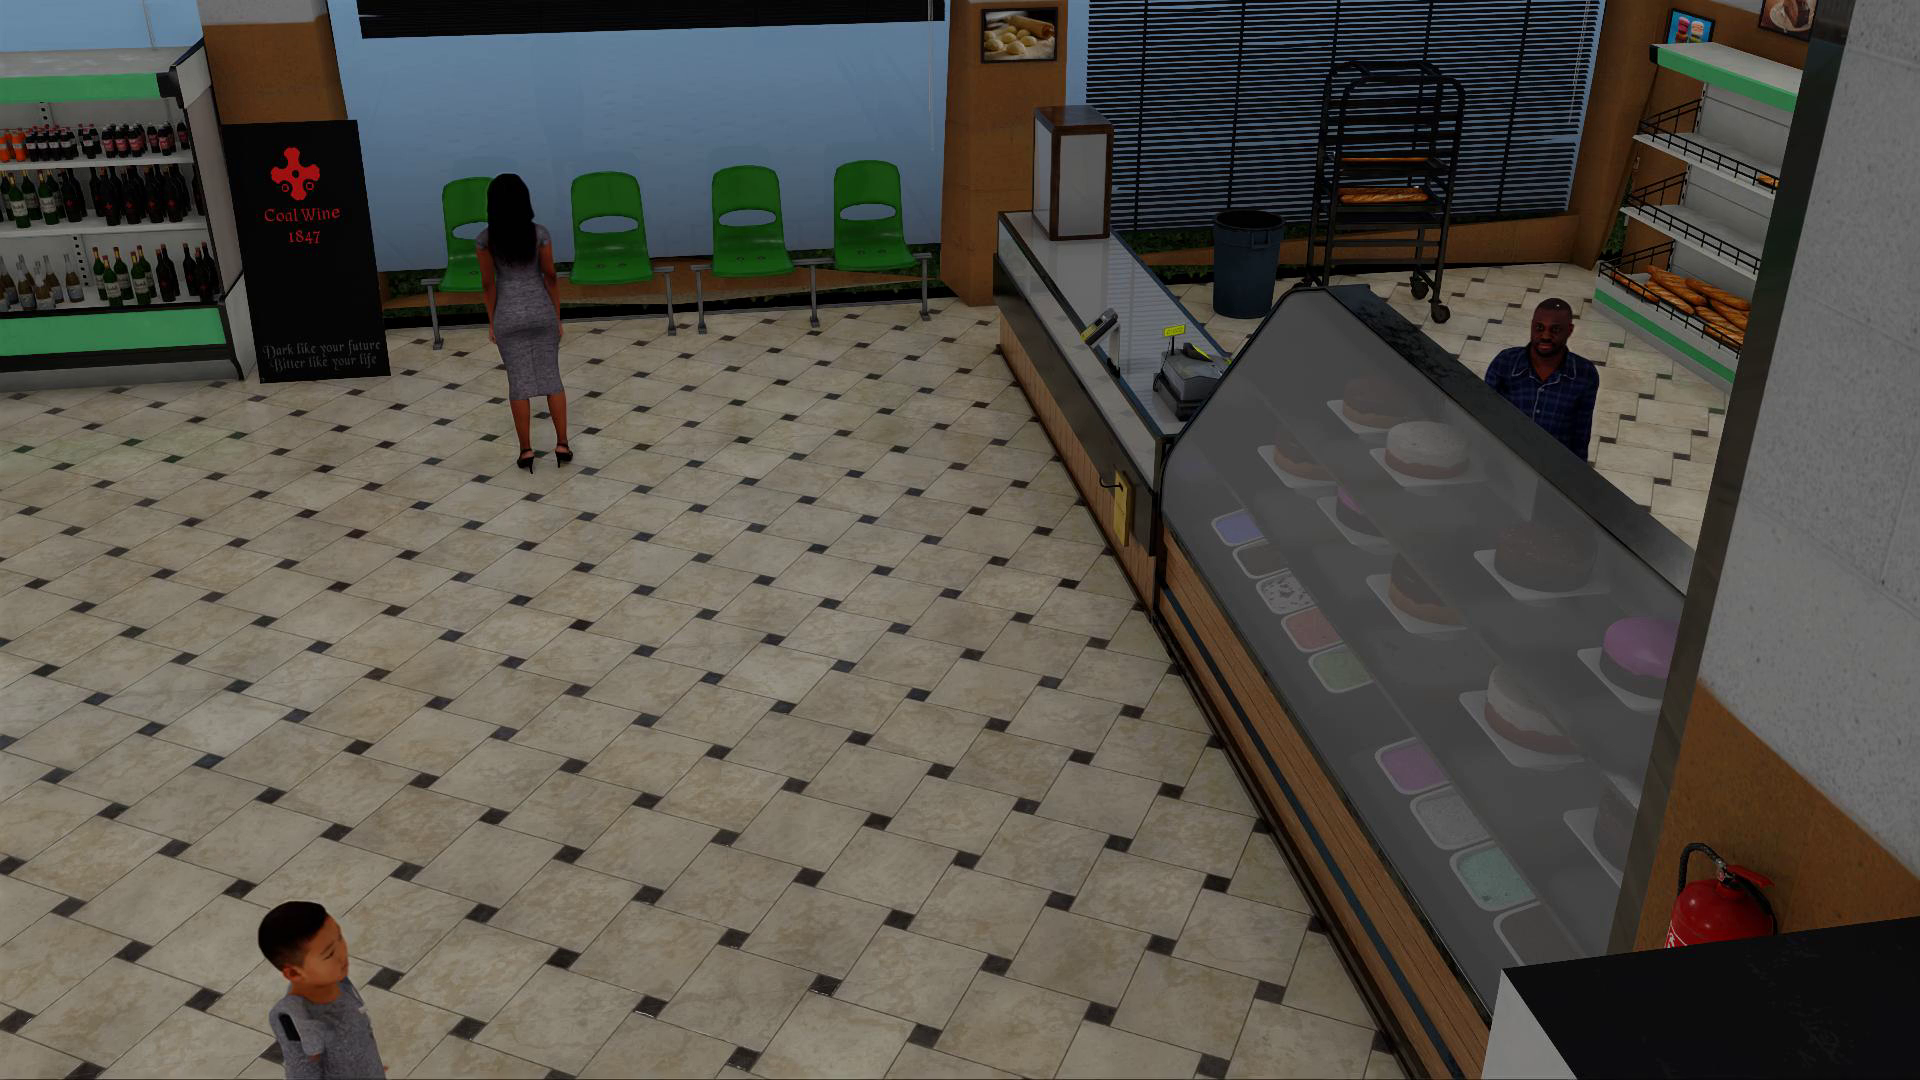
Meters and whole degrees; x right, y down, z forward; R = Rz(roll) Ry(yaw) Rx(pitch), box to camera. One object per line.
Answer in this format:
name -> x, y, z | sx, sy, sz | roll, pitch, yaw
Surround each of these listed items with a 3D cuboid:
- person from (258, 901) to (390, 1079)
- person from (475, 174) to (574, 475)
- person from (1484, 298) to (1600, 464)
person -> -1.688, 1.533, 4.512 | 0.509, 1.456, 0.584 | -3, 27, -5
person -> -2.512, -1.243, 9.626 | 0.494, 1.781, 0.669 | -8, 28, -16
person -> 2.576, -0.234, 7.589 | 0.729, 1.824, 0.837 | 9, 28, 18
